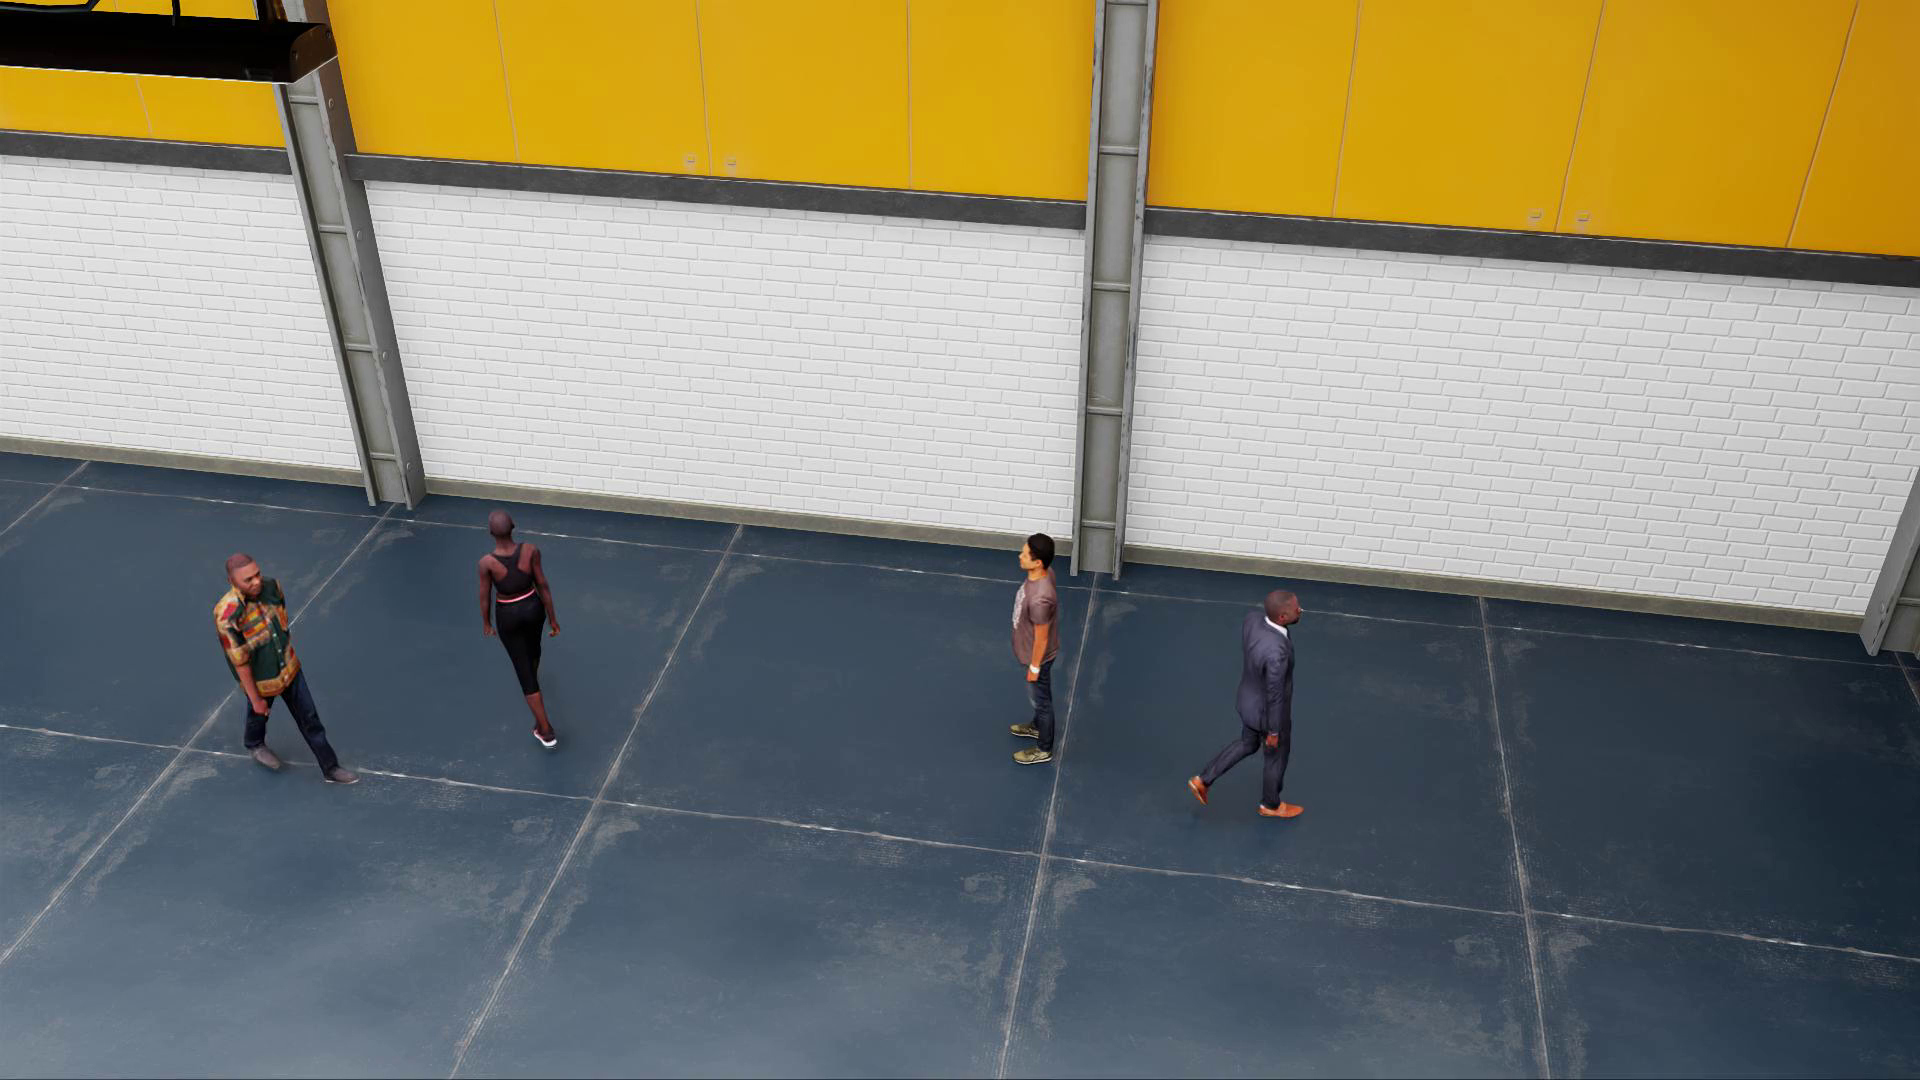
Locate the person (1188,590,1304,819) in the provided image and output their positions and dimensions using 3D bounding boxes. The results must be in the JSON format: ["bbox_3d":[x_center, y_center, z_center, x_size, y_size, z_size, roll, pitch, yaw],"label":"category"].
[{"bbox_3d":[1.846,1.066,10.469,1.108,1.801,0.908,-5,34,-7],"label":"person"}]

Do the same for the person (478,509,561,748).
[{"bbox_3d":[-2.943,0.616,11.226,1.167,1.714,1.183,-18,38,-26],"label":"person"}]

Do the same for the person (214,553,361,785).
[{"bbox_3d":[-4.585,0.838,10.853,1.286,1.755,0.958,17,37,24],"label":"person"}]

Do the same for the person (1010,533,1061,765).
[{"bbox_3d":[0.527,0.710,11.026,0.595,1.779,0.655,0,34,0],"label":"person"}]
